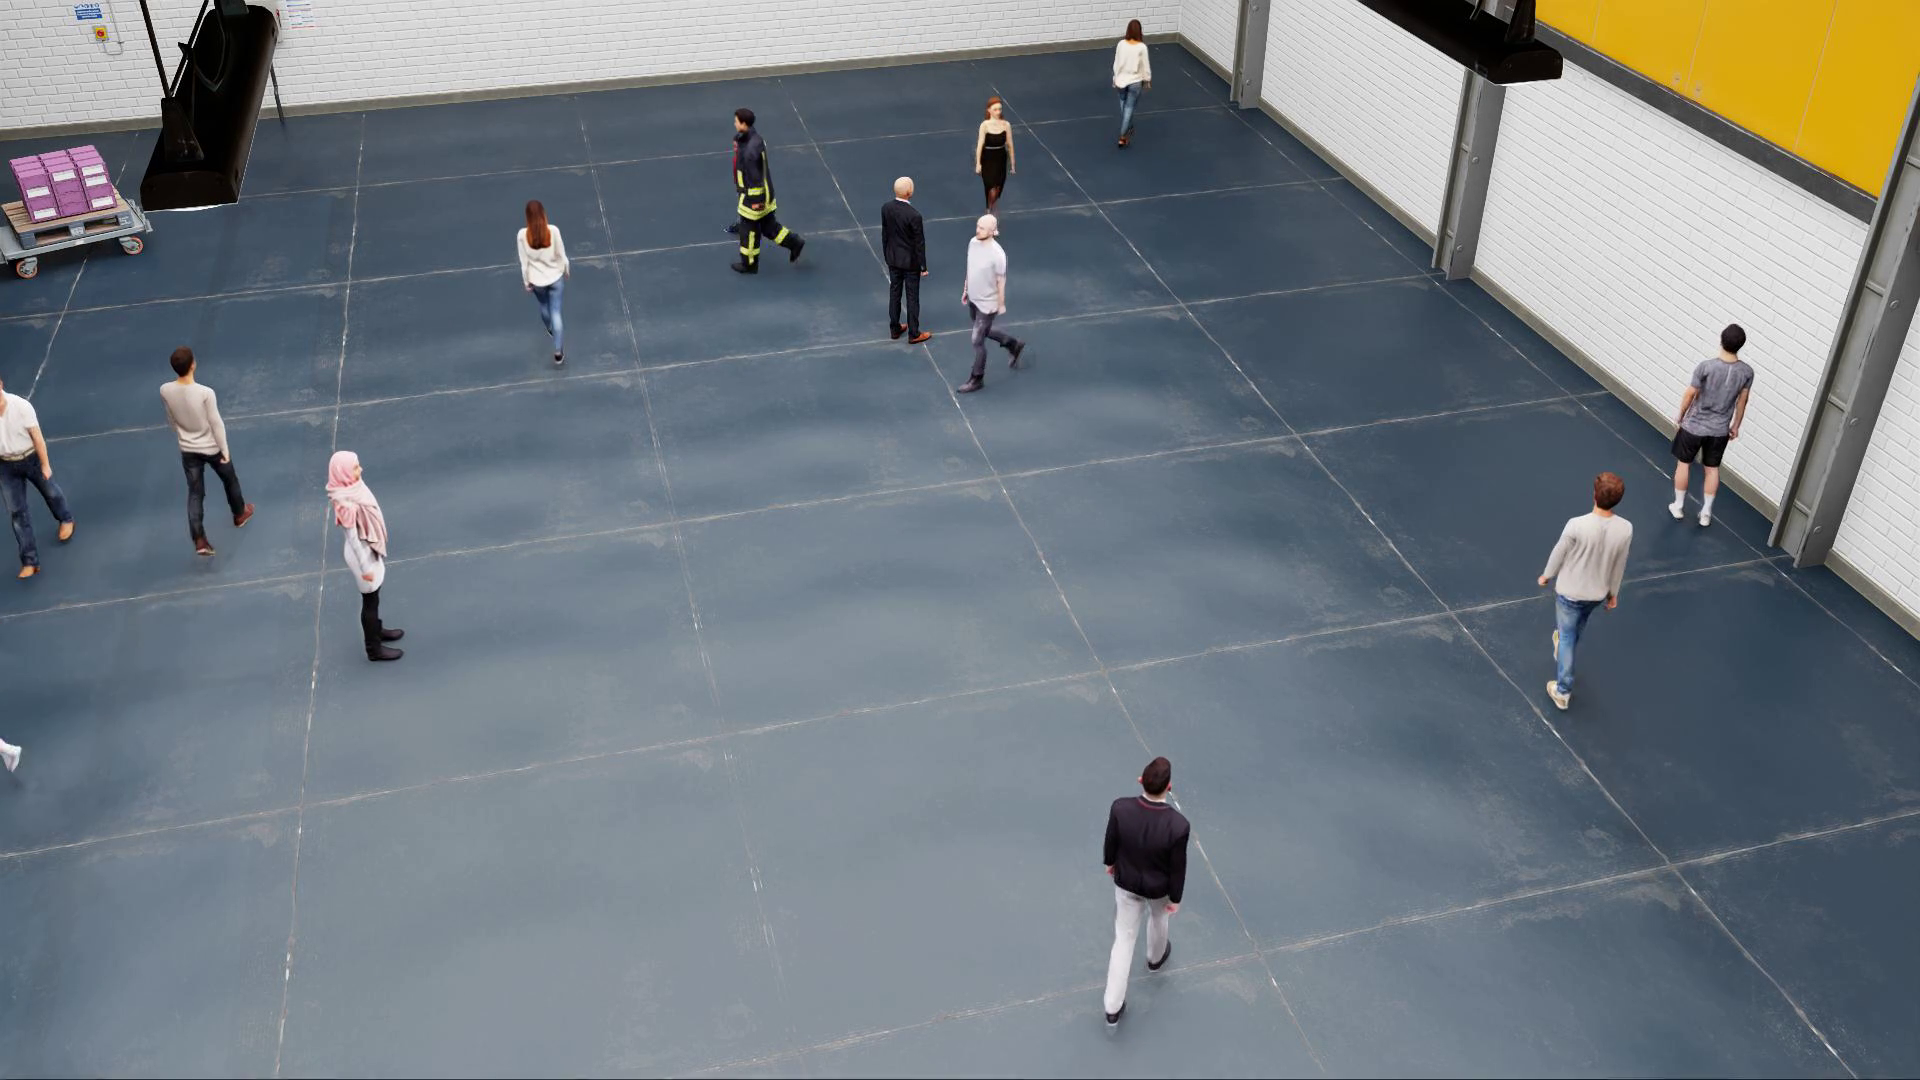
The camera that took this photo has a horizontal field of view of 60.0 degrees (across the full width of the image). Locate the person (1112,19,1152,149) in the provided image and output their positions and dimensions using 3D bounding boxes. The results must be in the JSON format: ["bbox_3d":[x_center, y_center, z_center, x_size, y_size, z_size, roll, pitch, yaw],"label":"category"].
[{"bbox_3d":[2.215,-6.034,22.088,0.985,1.659,1.044,18,38,25],"label":"person"}]

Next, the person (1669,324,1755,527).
[{"bbox_3d":[6.408,-0.960,14.262,0.795,1.873,0.813,8,34,11],"label":"person"}]

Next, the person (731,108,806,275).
[{"bbox_3d":[-2.202,-3.899,18.656,0.987,1.903,1.112,-2,34,-2],"label":"person"}]

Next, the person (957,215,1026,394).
[{"bbox_3d":[0.318,-2.378,16.453,0.883,1.808,1.100,-18,38,-25],"label":"person"}]

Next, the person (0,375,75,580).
[{"bbox_3d":[-7.801,-0.676,13.908,0.723,1.792,1.262,-6,34,-9],"label":"person"}]

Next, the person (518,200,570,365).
[{"bbox_3d":[-4.193,-2.594,16.933,0.720,1.638,1.137,-4,34,-7],"label":"person"}]

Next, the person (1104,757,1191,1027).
[{"bbox_3d":[1.035,2.070,9.751,1.071,1.821,1.205,13,36,19],"label":"person"}]

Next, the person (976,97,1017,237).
[{"bbox_3d":[0.380,-4.508,19.837,0.634,1.610,0.770,-12,35,-17],"label":"person"}]

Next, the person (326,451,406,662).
[{"bbox_3d":[-4.563,0.116,12.709,0.673,1.800,0.504,-7,34,-11],"label":"person"}]

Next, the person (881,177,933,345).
[{"bbox_3d":[-0.578,-2.906,17.256,0.749,1.800,0.829,21,39,28],"label":"person"}]

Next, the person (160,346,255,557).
[{"bbox_3d":[-6.390,-0.714,13.926,0.864,1.835,1.248,-1,34,-1],"label":"person"}]

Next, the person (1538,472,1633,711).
[{"bbox_3d":[4.577,0.426,12.178,0.828,1.871,1.123,-1,34,-1],"label":"person"}]
